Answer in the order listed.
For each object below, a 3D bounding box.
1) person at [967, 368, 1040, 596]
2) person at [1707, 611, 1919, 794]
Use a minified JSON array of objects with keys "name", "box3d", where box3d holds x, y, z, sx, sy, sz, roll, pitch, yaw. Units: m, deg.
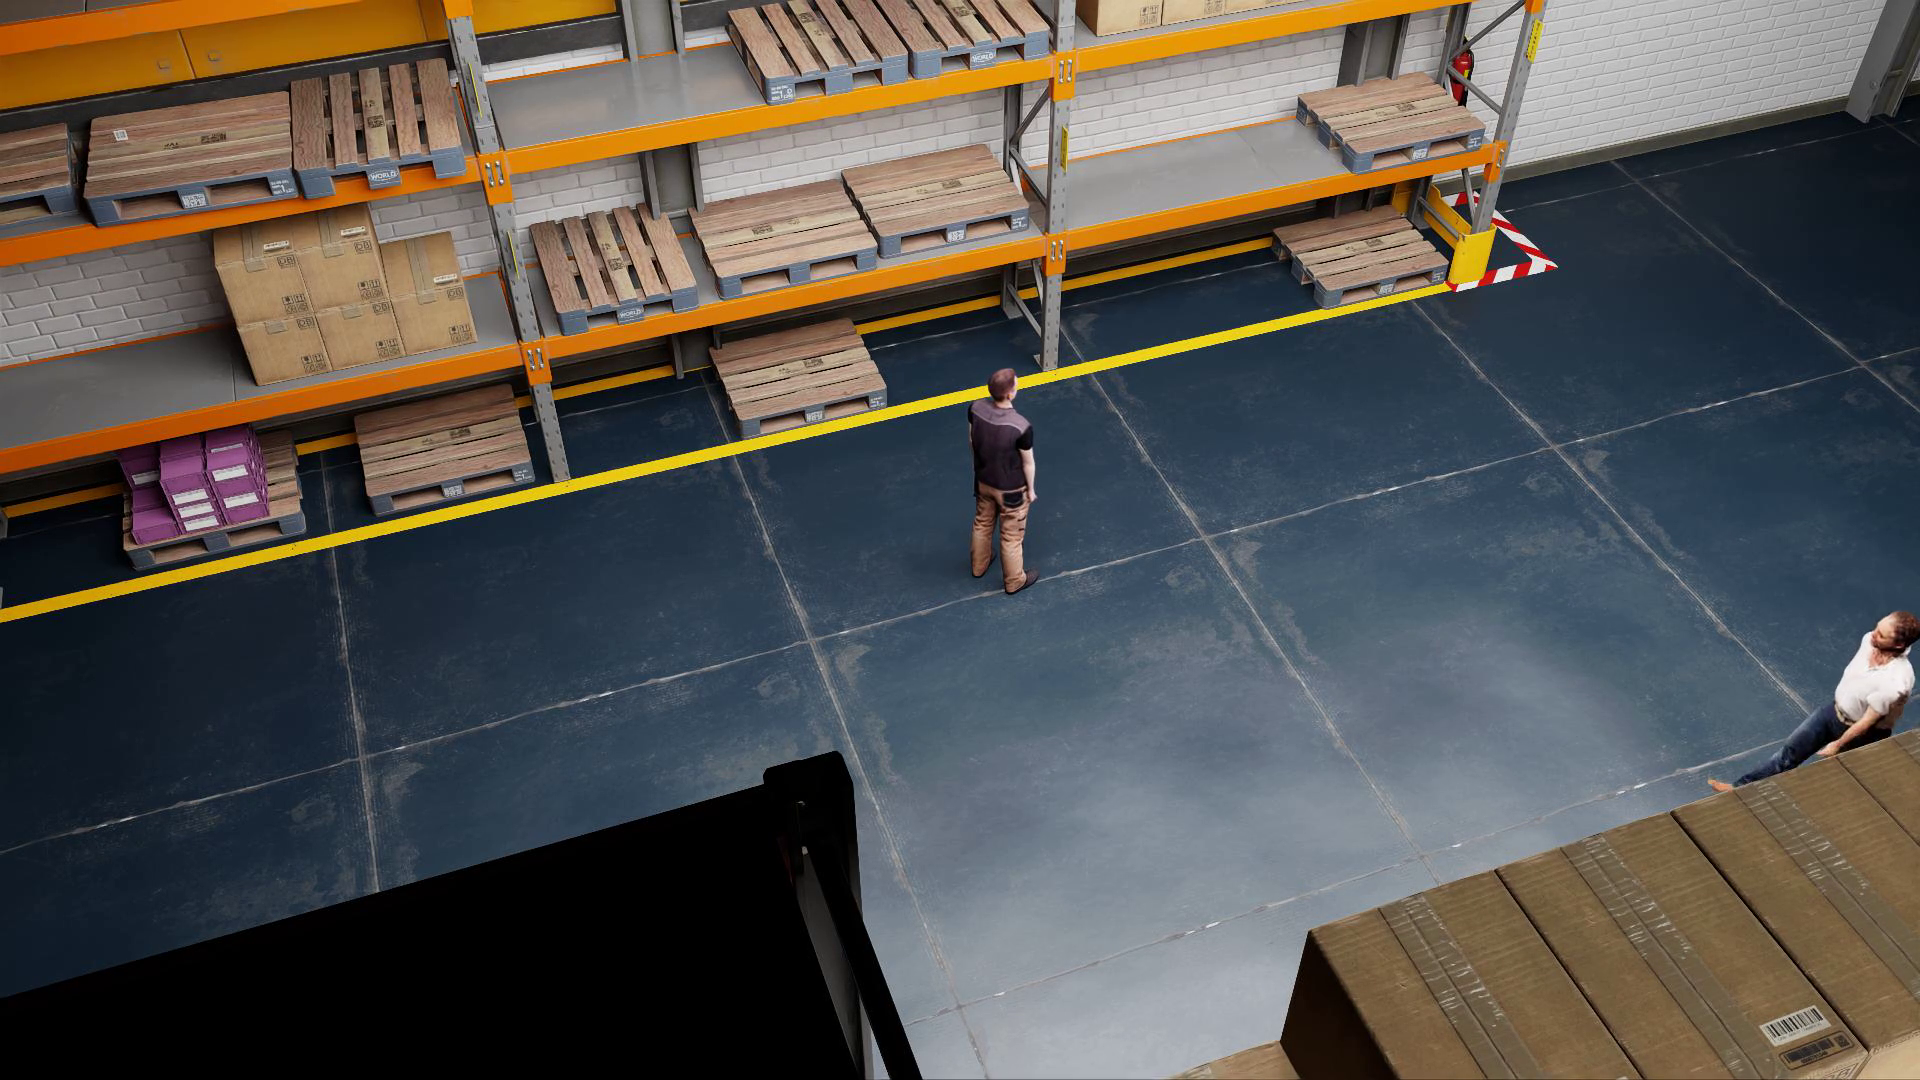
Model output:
[{"name":"person","box3d":[0.273,-0.414,11.253,0.777,1.842,0.785,28,50,26]},{"name":"person","box3d":[5.313,1.111,9.680,1.299,1.805,1.019,4,44,4]}]
